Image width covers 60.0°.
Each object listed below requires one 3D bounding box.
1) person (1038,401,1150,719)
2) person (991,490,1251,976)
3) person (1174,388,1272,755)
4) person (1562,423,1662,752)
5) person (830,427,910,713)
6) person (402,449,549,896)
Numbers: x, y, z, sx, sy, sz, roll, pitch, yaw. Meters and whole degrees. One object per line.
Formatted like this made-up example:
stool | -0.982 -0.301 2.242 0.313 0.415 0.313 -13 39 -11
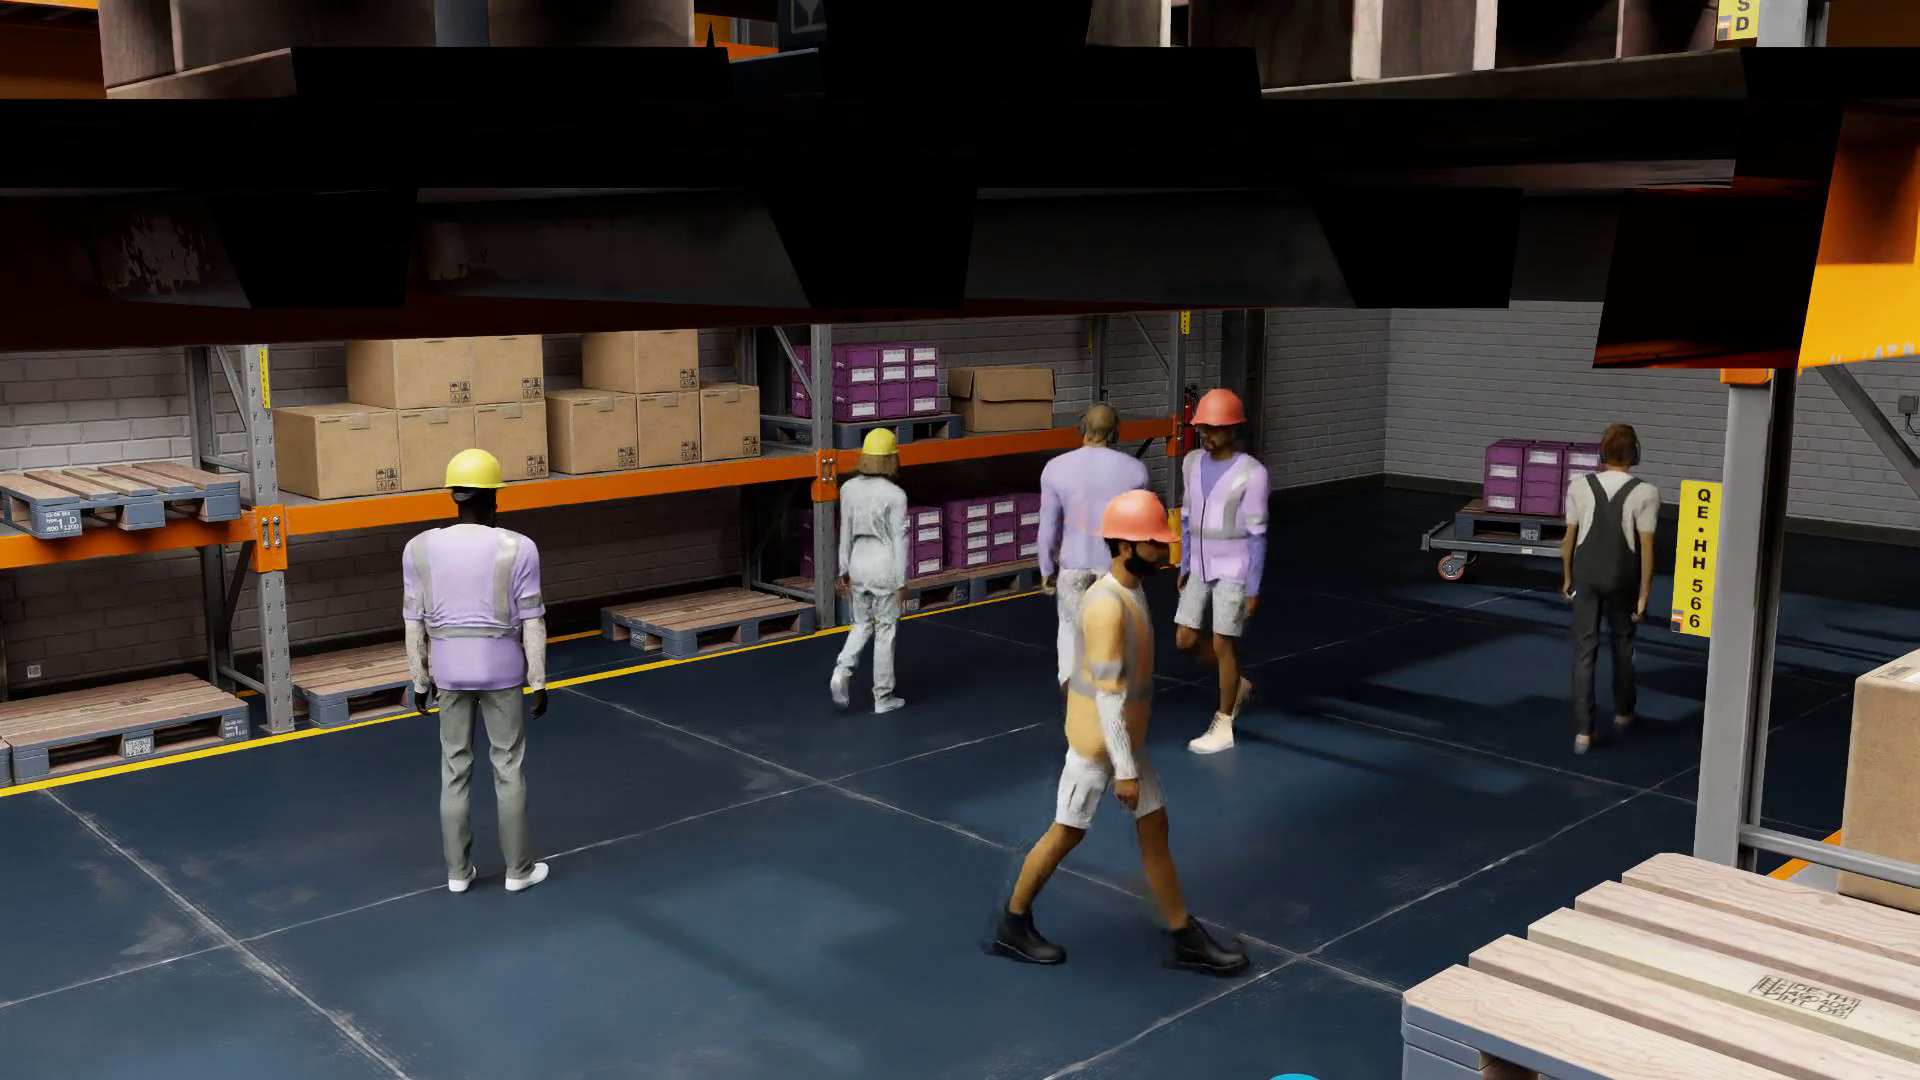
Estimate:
person | 0.766 0.165 9.550 0.639 1.913 0.605 1 10 3
person | 0.572 0.740 6.295 1.007 1.883 0.565 3 10 19
person | 1.444 0.168 9.180 0.550 2.028 0.650 -7 12 -37
person | 3.671 0.240 9.407 0.533 1.799 0.927 6 11 30
person | -0.527 0.198 9.867 0.503 1.729 0.482 7 12 34
person | -2.061 0.570 7.140 0.591 1.923 0.381 0 10 1
